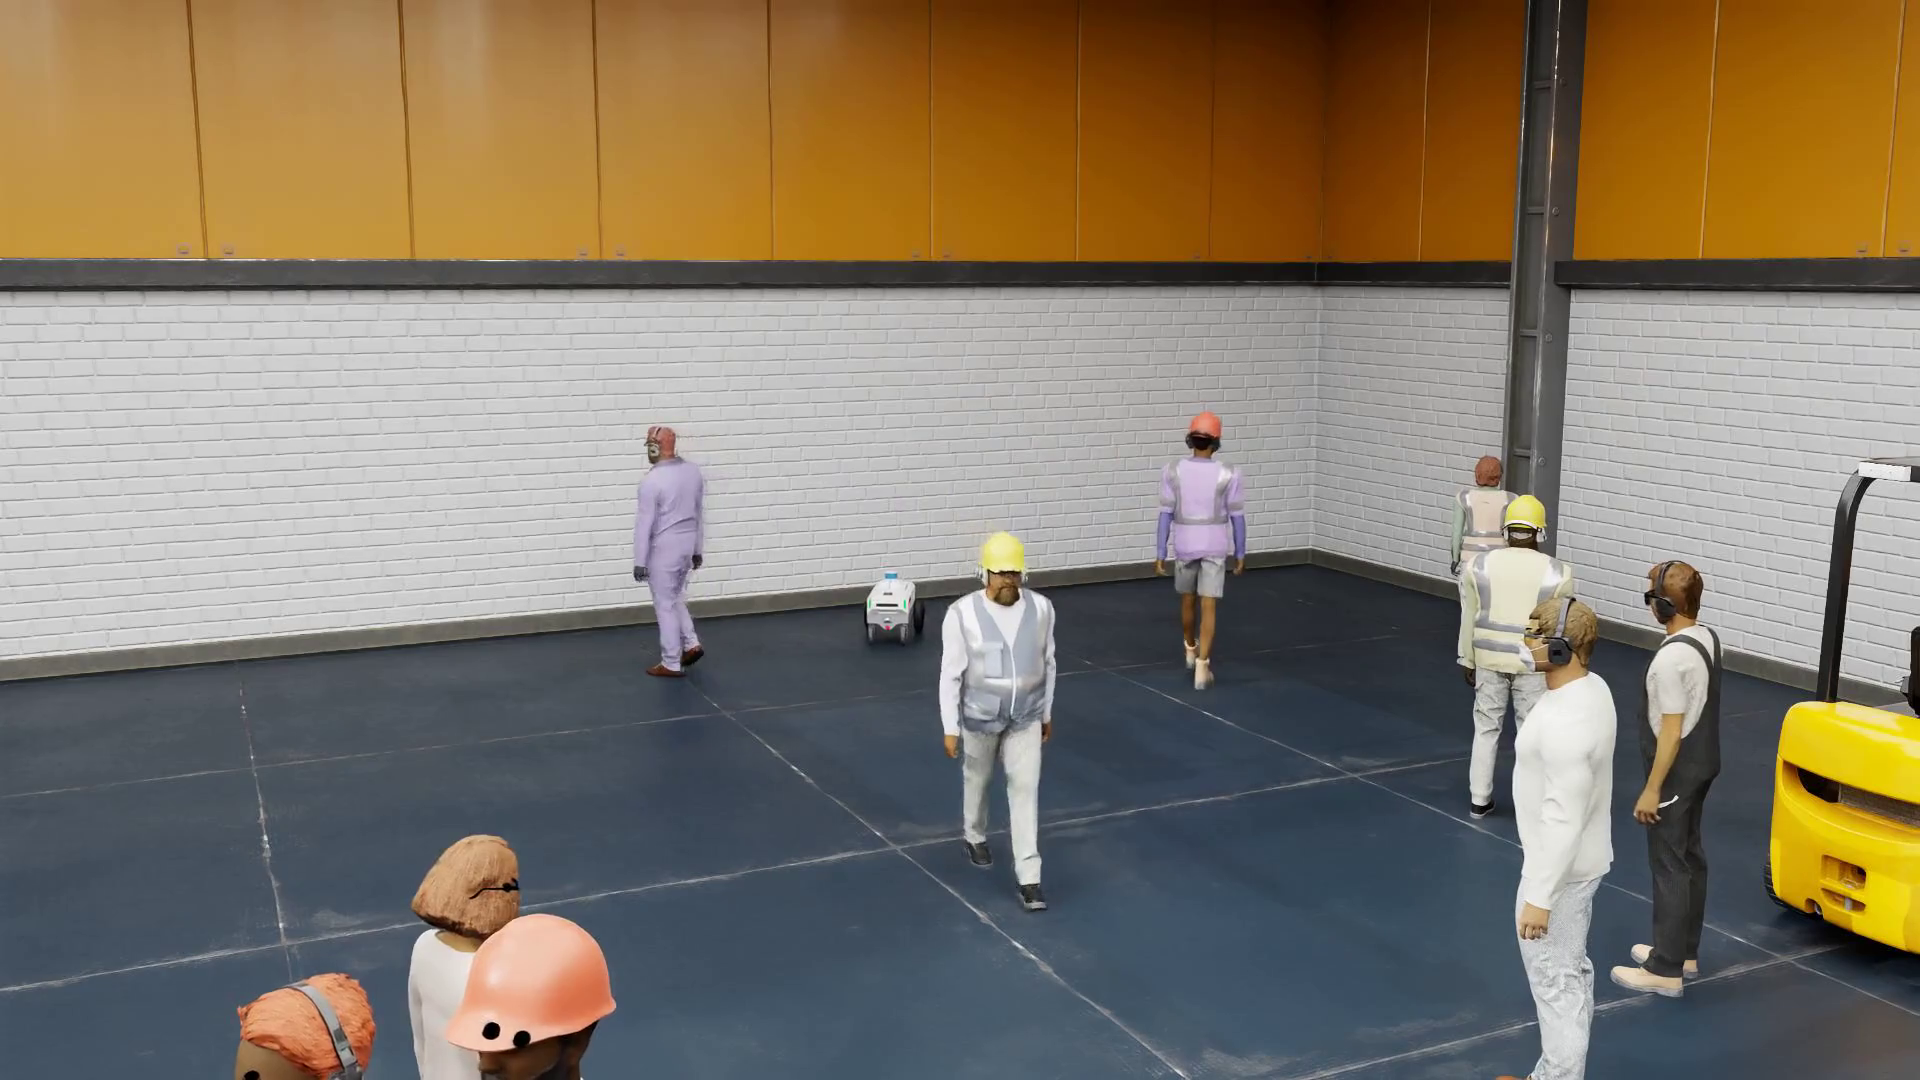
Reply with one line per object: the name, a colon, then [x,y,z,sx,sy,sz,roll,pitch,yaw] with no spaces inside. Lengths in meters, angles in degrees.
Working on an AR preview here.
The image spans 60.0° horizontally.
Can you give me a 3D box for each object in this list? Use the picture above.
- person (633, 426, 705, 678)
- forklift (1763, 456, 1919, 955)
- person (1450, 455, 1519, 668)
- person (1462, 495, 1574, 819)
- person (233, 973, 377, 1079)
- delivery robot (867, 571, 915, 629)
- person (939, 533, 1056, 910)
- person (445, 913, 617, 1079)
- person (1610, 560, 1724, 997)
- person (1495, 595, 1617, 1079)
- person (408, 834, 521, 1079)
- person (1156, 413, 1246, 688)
person: [-2.204,0.092,12.438,0.422,1.892,0.673,5,10,29]
forklift: [4.857,0.731,7.561,2.313,2.155,1.214,-4,10,-25]
person: [4.007,0.177,12.709,0.515,1.640,0.315,3,10,16]
person: [3.060,0.662,9.153,0.586,1.824,0.404,5,10,26]
person: [-1.052,1.644,2.855,0.586,1.882,0.340,5,10,28]
delivery robot: [-0.567,0.499,13.777,0.477,0.478,0.707,1,9,4]
person: [0.193,0.841,8.165,0.609,1.783,0.949,-2,9,-13]
person: [-0.725,1.595,2.978,0.348,1.943,0.542,-8,12,-40]
person: [2.996,0.997,7.003,0.346,1.841,0.506,8,12,42]
person: [2.059,1.147,5.768,0.372,1.940,0.627,4,10,26]
person: [-1.220,1.546,4.238,0.279,1.633,0.497,-8,12,-40]
person: [1.817,0.049,12.421,0.636,1.993,0.952,3,10,18]
